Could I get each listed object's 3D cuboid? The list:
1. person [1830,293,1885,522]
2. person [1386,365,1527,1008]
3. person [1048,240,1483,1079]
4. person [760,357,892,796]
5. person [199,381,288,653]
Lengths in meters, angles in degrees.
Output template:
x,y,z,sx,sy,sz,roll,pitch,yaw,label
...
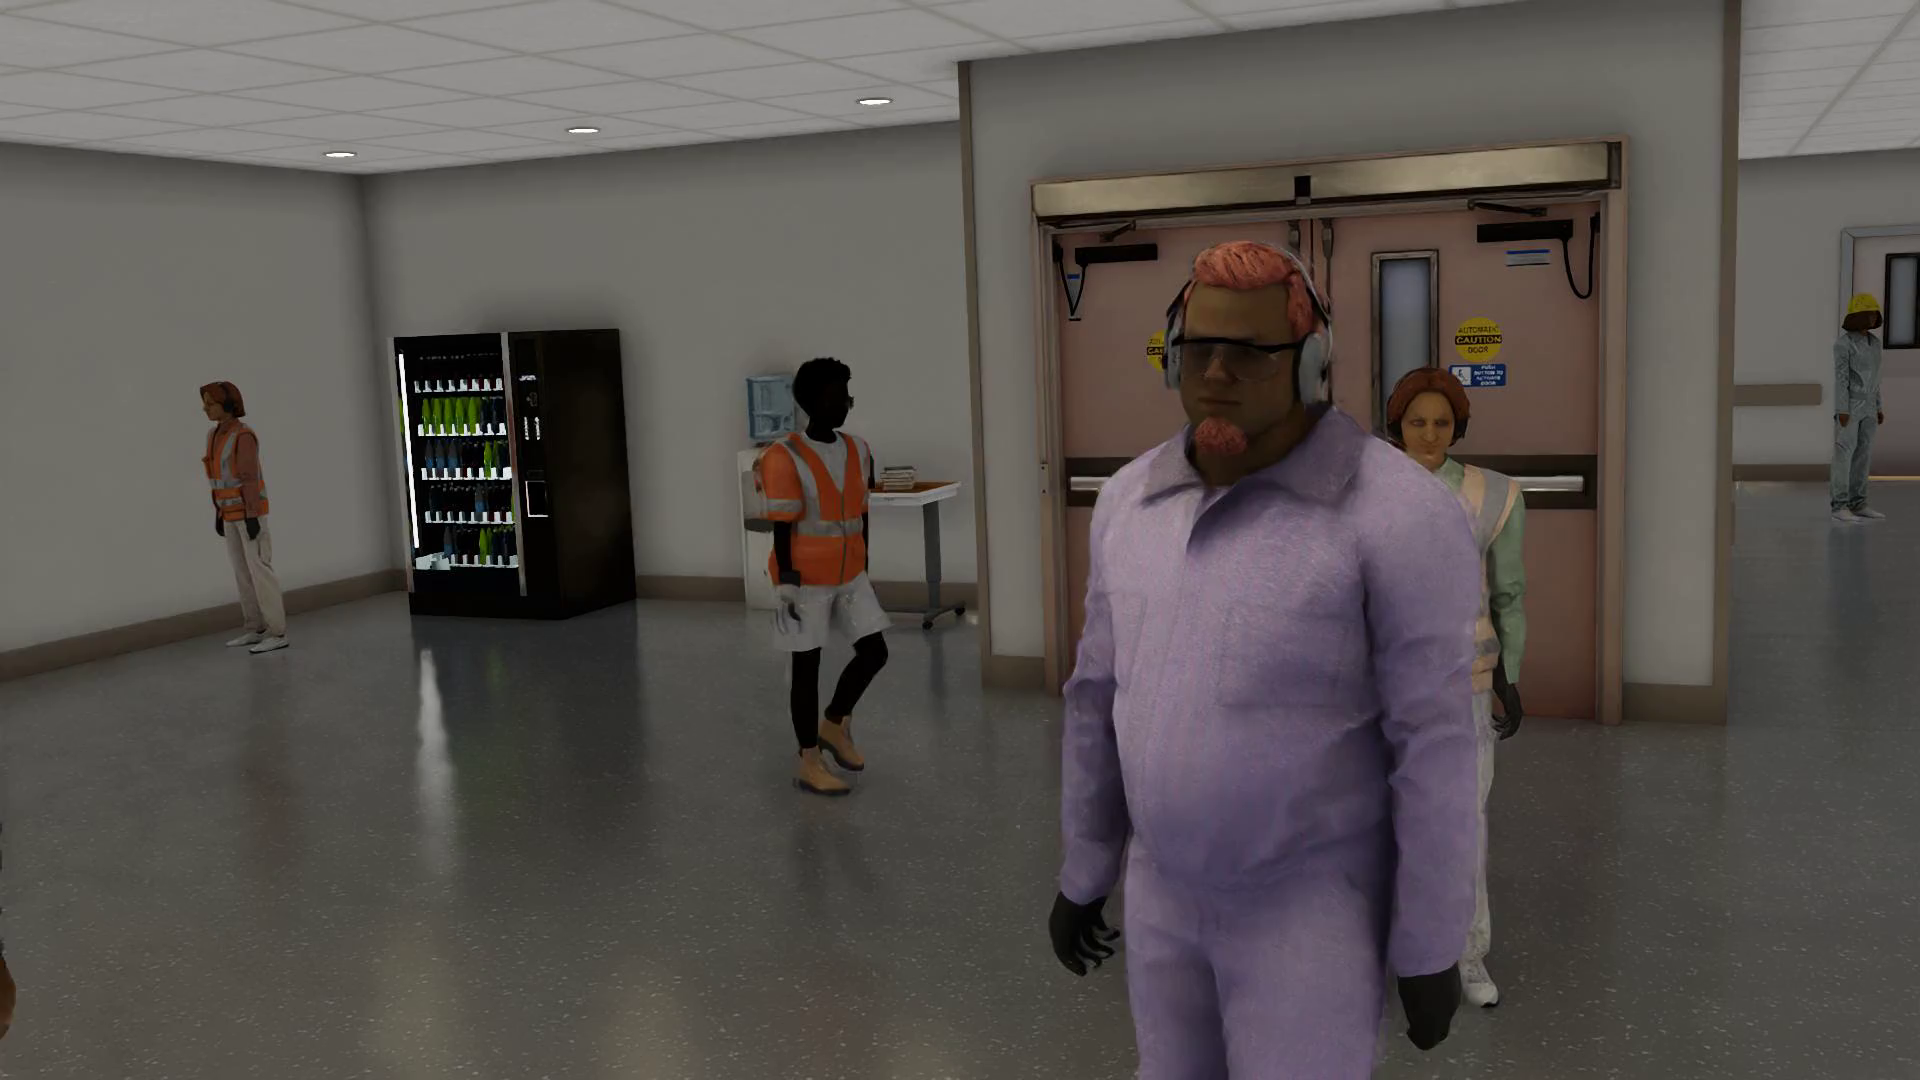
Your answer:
x,y,z,sx,sy,sz,roll,pitch,yaw,label
6.910,-1.013,12.763,0.487,1.746,0.290,-6,8,-28,person
1.186,0.376,4.264,0.511,1.638,0.308,-1,7,9,person
0.427,0.518,2.461,0.419,1.895,0.667,-8,10,-39,person
-0.518,0.147,6.378,0.545,1.688,0.363,-9,10,-42,person
-4.308,-0.136,9.956,0.529,1.626,0.322,5,10,44,person
